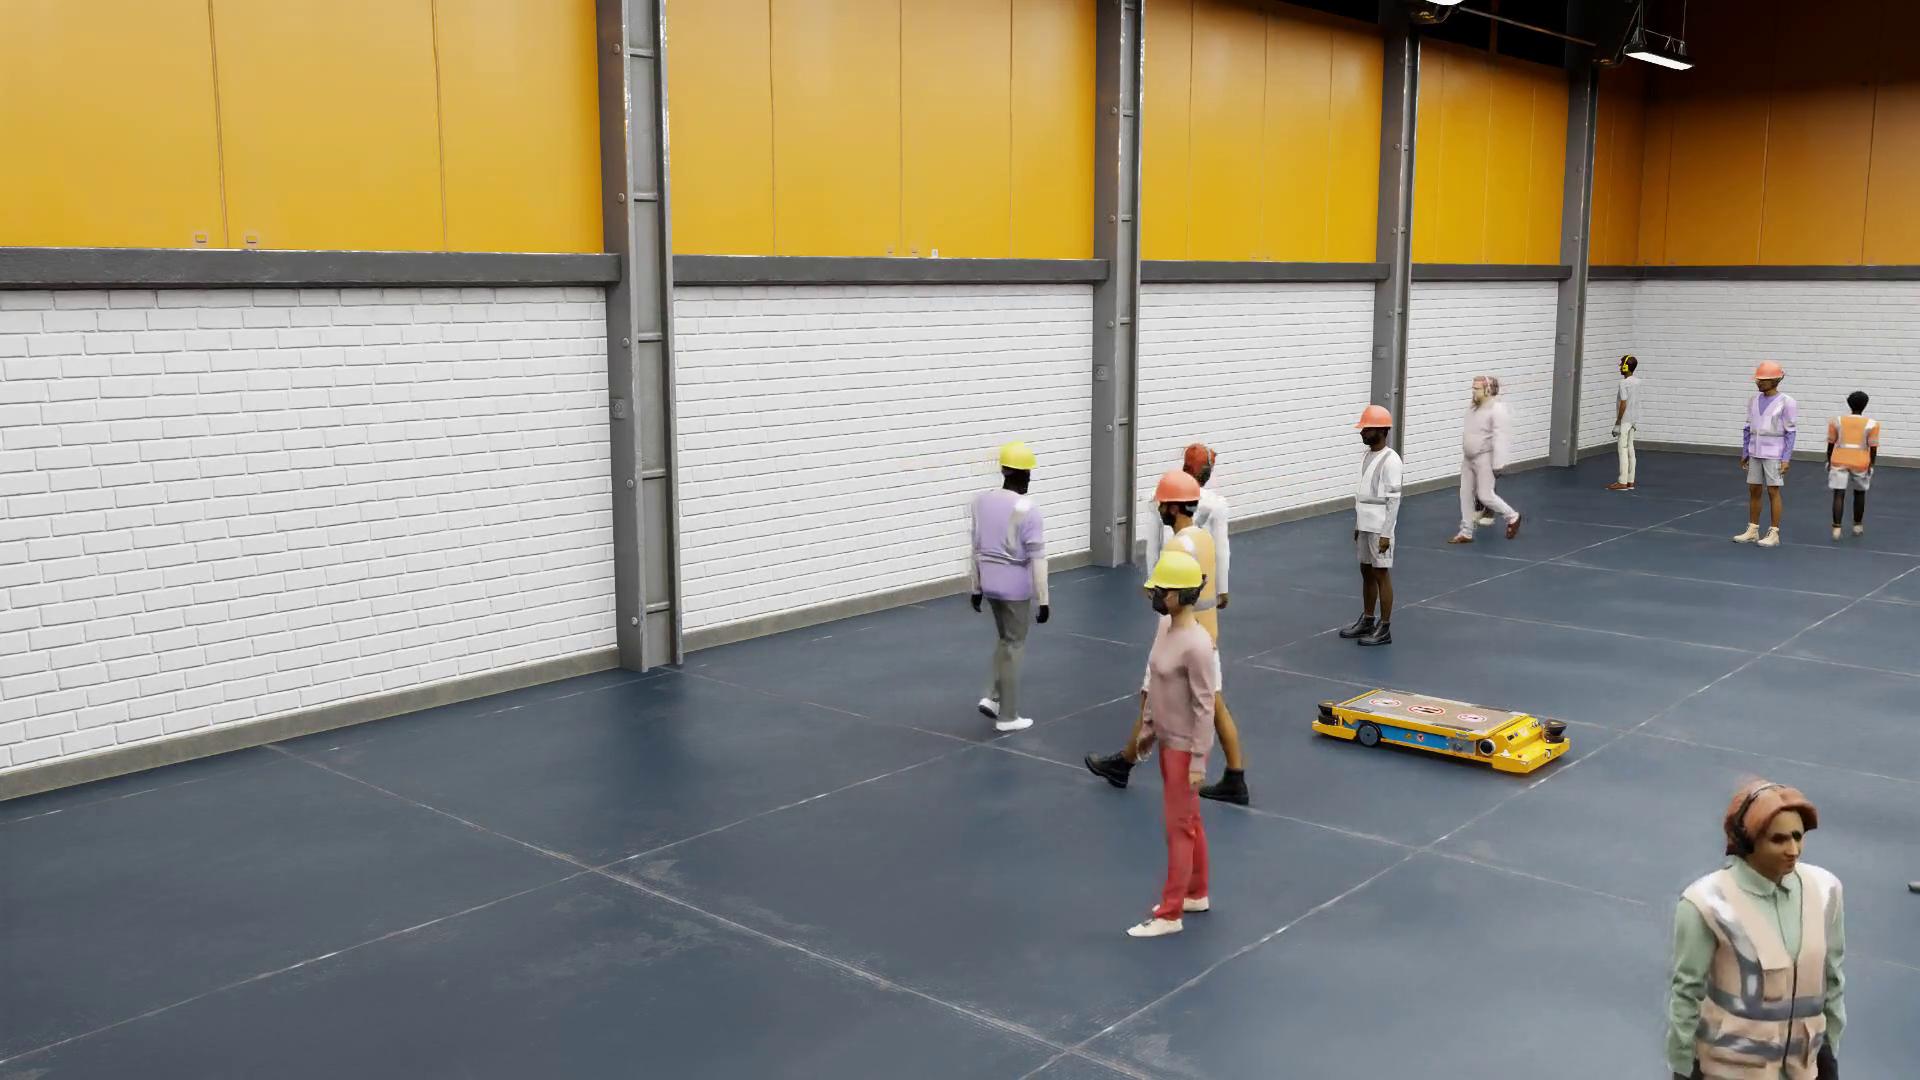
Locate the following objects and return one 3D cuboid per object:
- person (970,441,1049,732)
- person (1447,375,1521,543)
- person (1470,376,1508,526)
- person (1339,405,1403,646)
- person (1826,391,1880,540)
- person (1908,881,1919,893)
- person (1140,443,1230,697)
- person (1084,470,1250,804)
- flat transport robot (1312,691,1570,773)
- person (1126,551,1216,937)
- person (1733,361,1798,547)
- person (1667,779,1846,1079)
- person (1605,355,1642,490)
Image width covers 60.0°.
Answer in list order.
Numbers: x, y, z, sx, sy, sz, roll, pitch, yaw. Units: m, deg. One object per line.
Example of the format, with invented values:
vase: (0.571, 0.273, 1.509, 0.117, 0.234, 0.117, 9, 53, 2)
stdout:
person: (0.340, 0.307, 10.843, 0.425, 1.907, 0.607, -9, 13, -44)
person: (5.829, -0.882, 18.403, 0.729, 1.888, 0.653, -3, 9, -17)
person: (6.221, -1.042, 19.671, 0.532, 1.796, 0.554, -8, 12, -41)
person: (3.330, -0.117, 13.415, 0.358, 1.938, 0.542, -2, 9, -14)
person: (10.124, -0.852, 18.886, 0.548, 1.663, 0.801, 6, 11, 32)
person: (4.820, 0.830, 7.751, 0.390, 1.847, 0.563, -1, 9, -8)
person: (1.505, 0.280, 11.156, 0.593, 1.867, 0.499, 7, 11, 36)
person: (1.225, 0.540, 9.458, 1.016, 1.877, 0.576, 6, 11, 33)
flat transport robot: (3.022, 1.178, 10.503, 1.431, 0.197, 0.652, 8, 12, 40)
person: (0.975, 0.913, 7.542, 0.356, 1.769, 0.527, -2, 9, -11)
person: (8.841, -0.943, 18.277, 0.387, 2.039, 0.615, -4, 10, -24)
person: (2.181, 1.434, 4.664, 0.523, 1.616, 0.658, -2, 9, -15)
person: (9.231, -1.624, 23.090, 0.513, 1.872, 0.328, -8, 12, -42)
